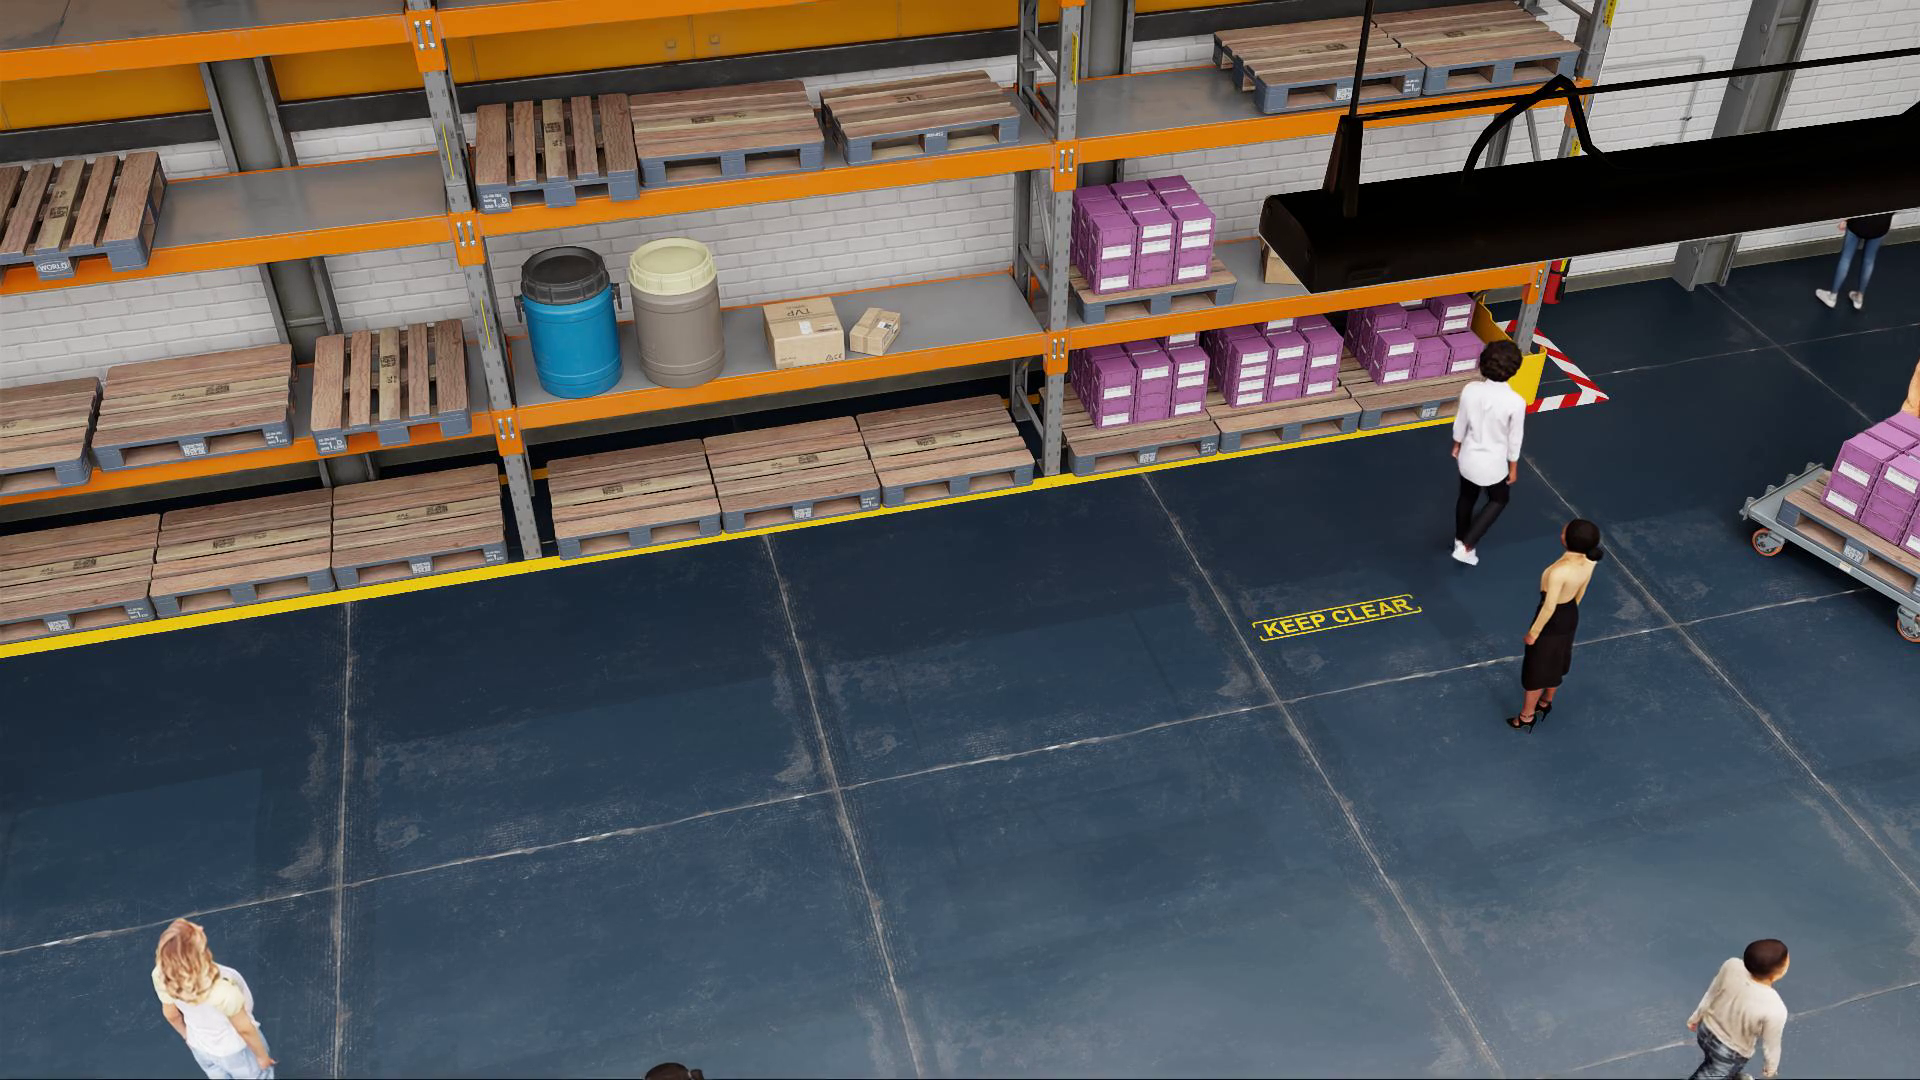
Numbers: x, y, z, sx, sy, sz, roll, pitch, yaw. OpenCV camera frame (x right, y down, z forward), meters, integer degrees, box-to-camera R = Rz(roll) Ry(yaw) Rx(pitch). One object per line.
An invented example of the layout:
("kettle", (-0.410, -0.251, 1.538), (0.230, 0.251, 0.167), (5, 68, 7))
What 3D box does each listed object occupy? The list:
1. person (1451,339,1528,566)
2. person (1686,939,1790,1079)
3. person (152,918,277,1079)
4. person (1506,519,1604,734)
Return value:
("person", (3.669, -0.563, 11.671), (0.895, 1.797, 0.967), (28, 46, 30))
("person", (3.680, 2.492, 8.142), (0.994, 1.427, 0.605), (-12, 40, -15))
("person", (-3.524, 2.425, 7.990), (0.649, 1.722, 0.765), (10, 40, 12))
("person", (3.714, 0.534, 10.412), (0.591, 1.653, 0.715), (-25, 45, -28))
